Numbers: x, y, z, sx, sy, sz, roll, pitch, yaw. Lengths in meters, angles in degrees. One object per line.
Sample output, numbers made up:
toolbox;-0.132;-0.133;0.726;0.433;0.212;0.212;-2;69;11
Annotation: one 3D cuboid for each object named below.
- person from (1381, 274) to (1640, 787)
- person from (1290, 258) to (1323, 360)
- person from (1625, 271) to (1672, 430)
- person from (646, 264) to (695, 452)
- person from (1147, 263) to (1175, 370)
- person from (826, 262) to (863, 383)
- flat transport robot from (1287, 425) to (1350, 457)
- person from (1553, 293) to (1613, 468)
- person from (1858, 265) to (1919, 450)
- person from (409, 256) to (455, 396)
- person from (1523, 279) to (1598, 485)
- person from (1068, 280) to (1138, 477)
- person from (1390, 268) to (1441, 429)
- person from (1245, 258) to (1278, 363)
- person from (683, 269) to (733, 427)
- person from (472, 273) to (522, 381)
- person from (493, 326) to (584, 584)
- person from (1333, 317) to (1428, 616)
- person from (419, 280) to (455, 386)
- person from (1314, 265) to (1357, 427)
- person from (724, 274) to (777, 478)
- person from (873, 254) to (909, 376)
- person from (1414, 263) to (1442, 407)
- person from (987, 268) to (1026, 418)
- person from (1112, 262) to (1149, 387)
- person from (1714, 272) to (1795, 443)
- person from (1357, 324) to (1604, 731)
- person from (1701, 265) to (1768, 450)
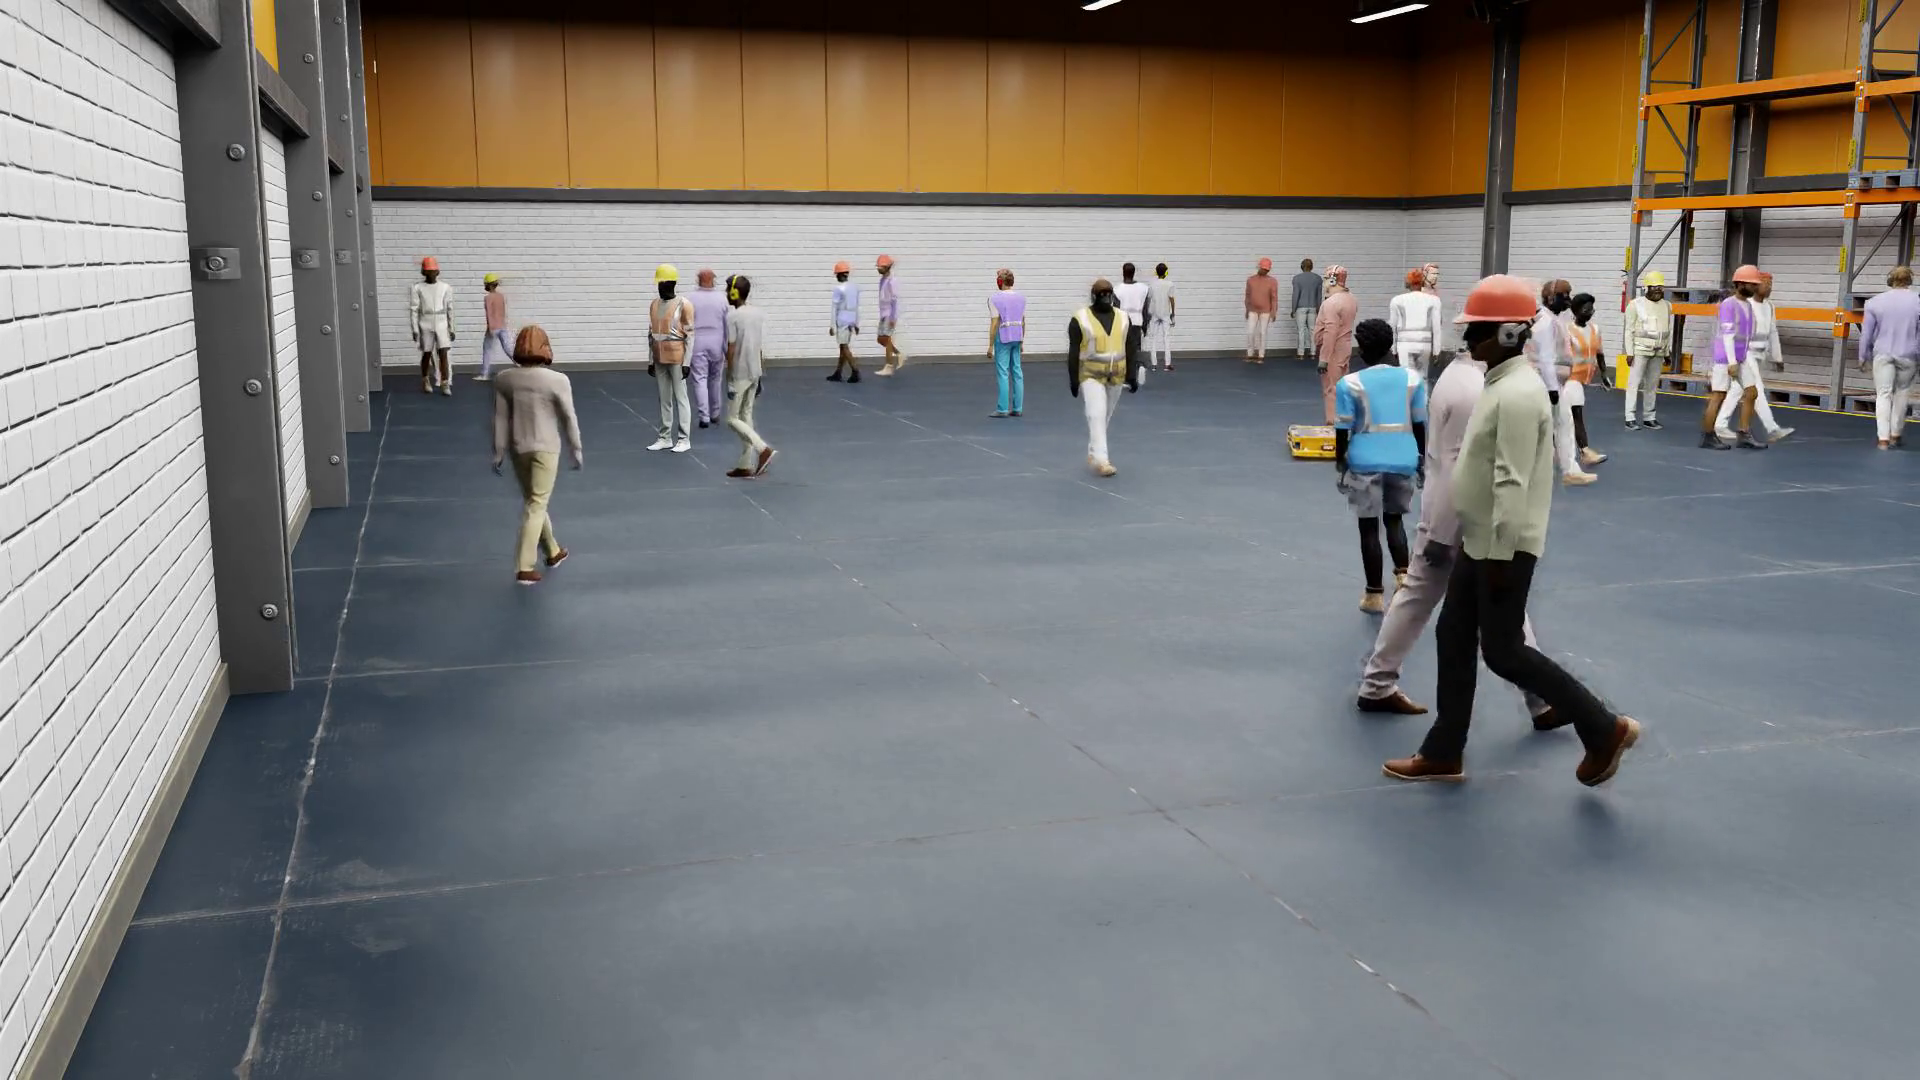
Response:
person;2.094;-0.003;6.228;0.848;1.968;0.622;2;10;10
person;6.634;-4.422;31.876;0.635;1.937;0.353;-3;10;-16
person;7.974;-2.188;19.246;0.589;1.834;0.403;-3;10;-14
person;-2.985;-1.866;17.107;0.587;1.930;0.360;6;12;33
person;3.495;-3.888;28.986;0.521;1.873;0.334;3;10;17
person;-1.826;-3.428;26.228;0.816;1.908;0.561;7;12;35
flat transport robot;3.703;-1.013;16.967;0.652;0.197;1.431;1;10;8
person;5.956;-1.521;15.909;0.552;1.649;0.874;-6;11;-30
person;9.803;-1.922;17.489;0.648;1.900;0.954;5;11;25
person;-7.640;-3.093;24.050;0.627;2.000;1.044;-5;11;-28
person;5.215;-1.350;14.465;0.843;1.808;0.653;5;11;29
person;1.321;-1.509;15.454;0.615;1.802;0.976;-3;10;-19
person;5.209;-2.181;19.117;0.572;1.859;0.658;1;10;8
person;5.564;-4.230;30.724;0.635;1.946;0.616;4;10;20
person;-3.011;-2.272;19.683;0.649;1.858;0.984;-2;10;-13
person;-7.348;-3.387;26.516;0.909;1.723;0.538;3;10;19
person;-2.645;-0.549;10.452;0.520;1.581;0.851;2;10;12
person;2.368;-0.412;9.402;0.549;1.673;0.391;-1;10;-8
person;-7.977;-3.135;25.345;0.528;1.617;0.641;-2;10;-13
person;3.970;-1.962;17.728;0.410;1.909;0.643;6;11;30
person;-1.896;-1.455;14.948;0.570;1.853;0.529;6;12;32
person;-1.162;-3.745;27.704;0.596;2.025;0.620;-5;11;-25
person;6.241;-2.742;22.257;0.399;1.905;0.643;5;11;29
person;0.584;-2.428;20.600;0.564;1.847;0.397;-7;12;-37
person;2.589;-3.257;25.234;0.601;1.903;0.717;-2;10;-12
person;8.664;-1.978;18.053;0.598;1.820;1.031;-6;12;-32
person;2.233;-0.105;7.156;1.023;1.849;0.646;1;10;7
person;8.023;-1.853;17.071;0.560;1.908;0.747;-7;12;-36
